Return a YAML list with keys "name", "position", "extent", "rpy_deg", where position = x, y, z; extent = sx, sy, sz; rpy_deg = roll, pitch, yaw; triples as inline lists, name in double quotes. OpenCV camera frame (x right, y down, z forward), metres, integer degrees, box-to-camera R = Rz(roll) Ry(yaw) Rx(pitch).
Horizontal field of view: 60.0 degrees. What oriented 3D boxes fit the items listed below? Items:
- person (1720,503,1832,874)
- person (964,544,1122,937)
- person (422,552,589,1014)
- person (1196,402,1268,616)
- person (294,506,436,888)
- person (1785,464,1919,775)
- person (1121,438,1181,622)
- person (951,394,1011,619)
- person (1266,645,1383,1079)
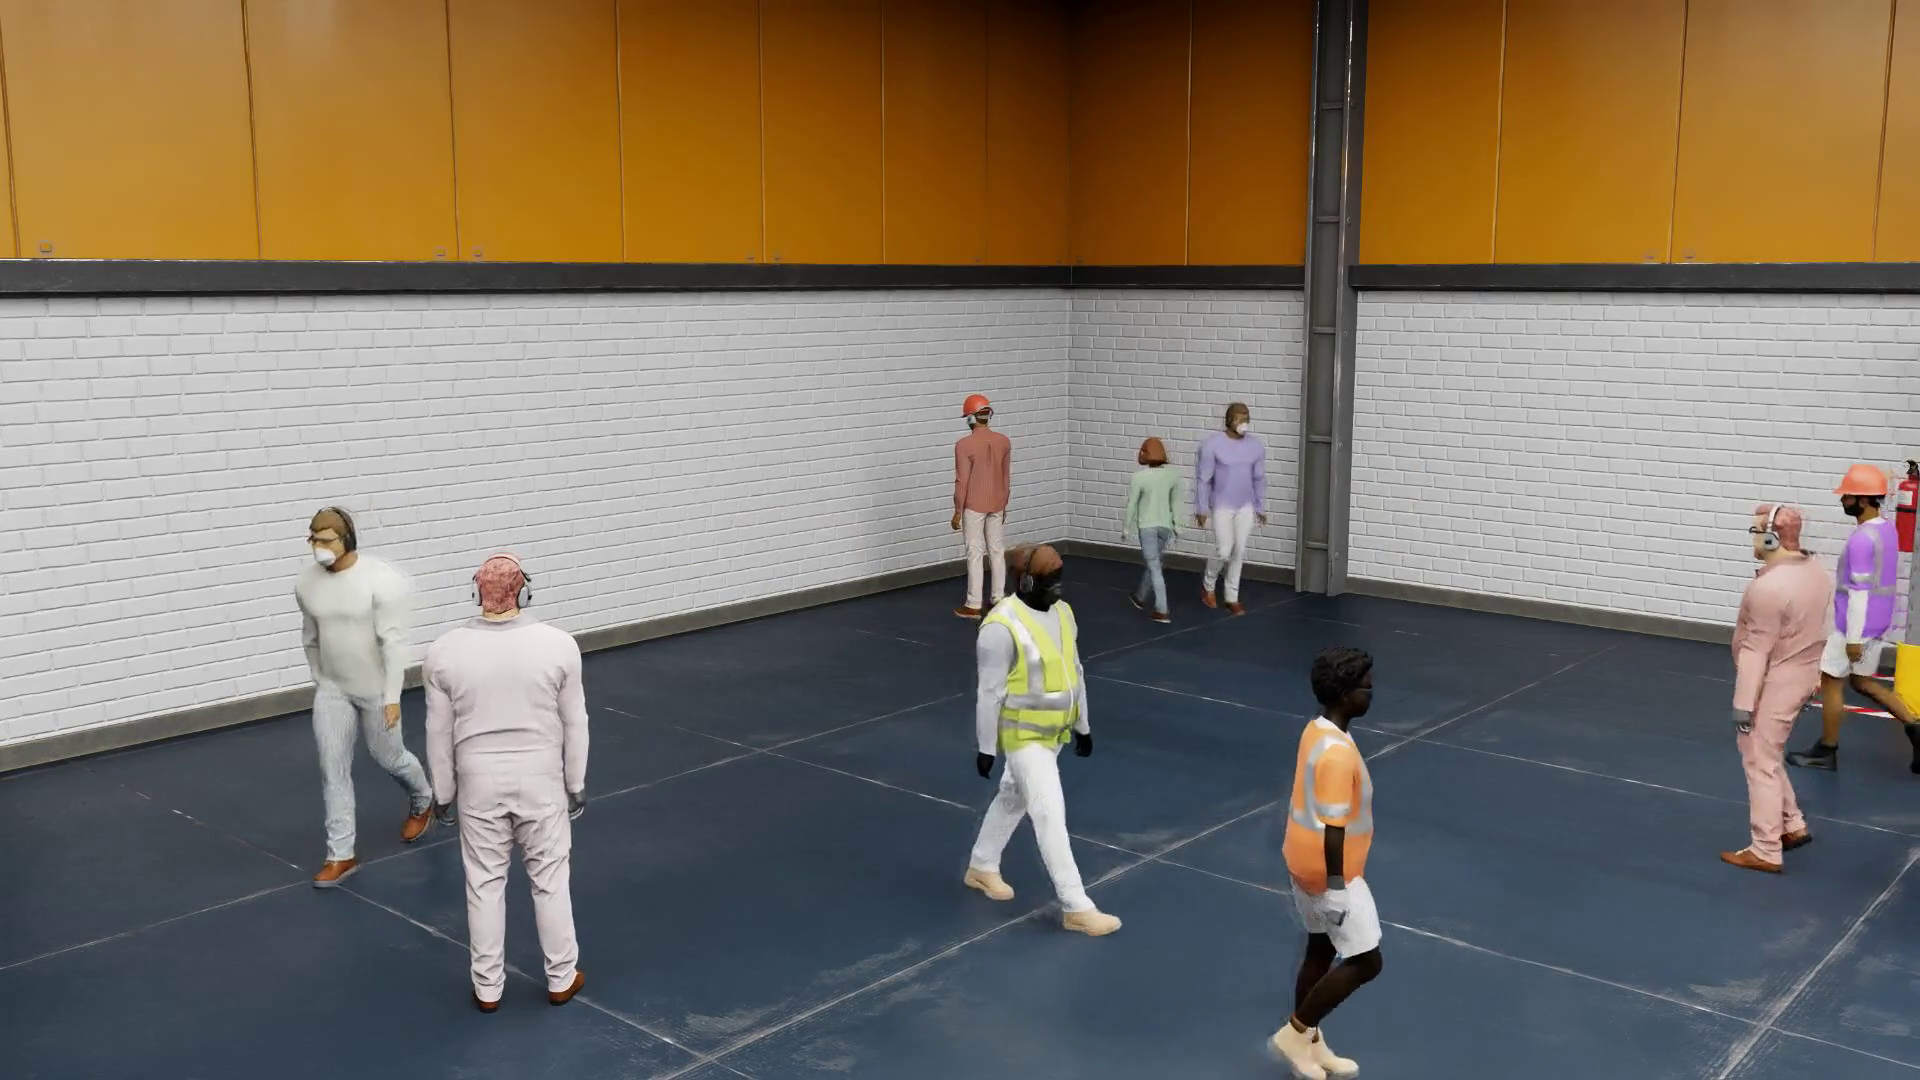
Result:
- name: "person"
  position: [4.106, 0.752, 8.455]
  extent: [0.675, 1.891, 0.427]
  rpy_deg: [-8, 12, -41]
- name: "person"
  position: [0.357, 0.901, 7.845]
  extent: [0.953, 1.795, 0.643]
  rpy_deg: [6, 11, 35]
- name: "person"
  position: [-1.854, 0.998, 6.871]
  extent: [0.643, 1.910, 0.400]
  rpy_deg: [-1, 9, -9]
- name: "person"
  position: [2.419, -0.275, 14.832]
  extent: [0.639, 1.926, 0.436]
  rpy_deg: [-4, 10, -22]
- name: "person"
  position: [-3.036, 0.739, 8.523]
  extent: [0.625, 1.906, 0.885]
  rpy_deg: [2, 9, 12]
- name: "person"
  position: [5.485, 0.497, 9.996]
  extent: [0.557, 1.918, 0.764]
  rpy_deg: [-8, 12, -41]
- name: "person"
  position: [1.650, -0.111, 14.767]
  extent: [0.523, 1.592, 0.801]
  rpy_deg: [-5, 10, -29]
- name: "person"
  position: [0.178, -0.295, 14.741]
  extent: [0.609, 1.986, 0.390]
  rpy_deg: [-7, 12, -39]
- name: "person"
  position: [1.387, 1.215, 6.165]
  extent: [0.365, 1.683, 0.556]
  rpy_deg: [1, 9, 4]
